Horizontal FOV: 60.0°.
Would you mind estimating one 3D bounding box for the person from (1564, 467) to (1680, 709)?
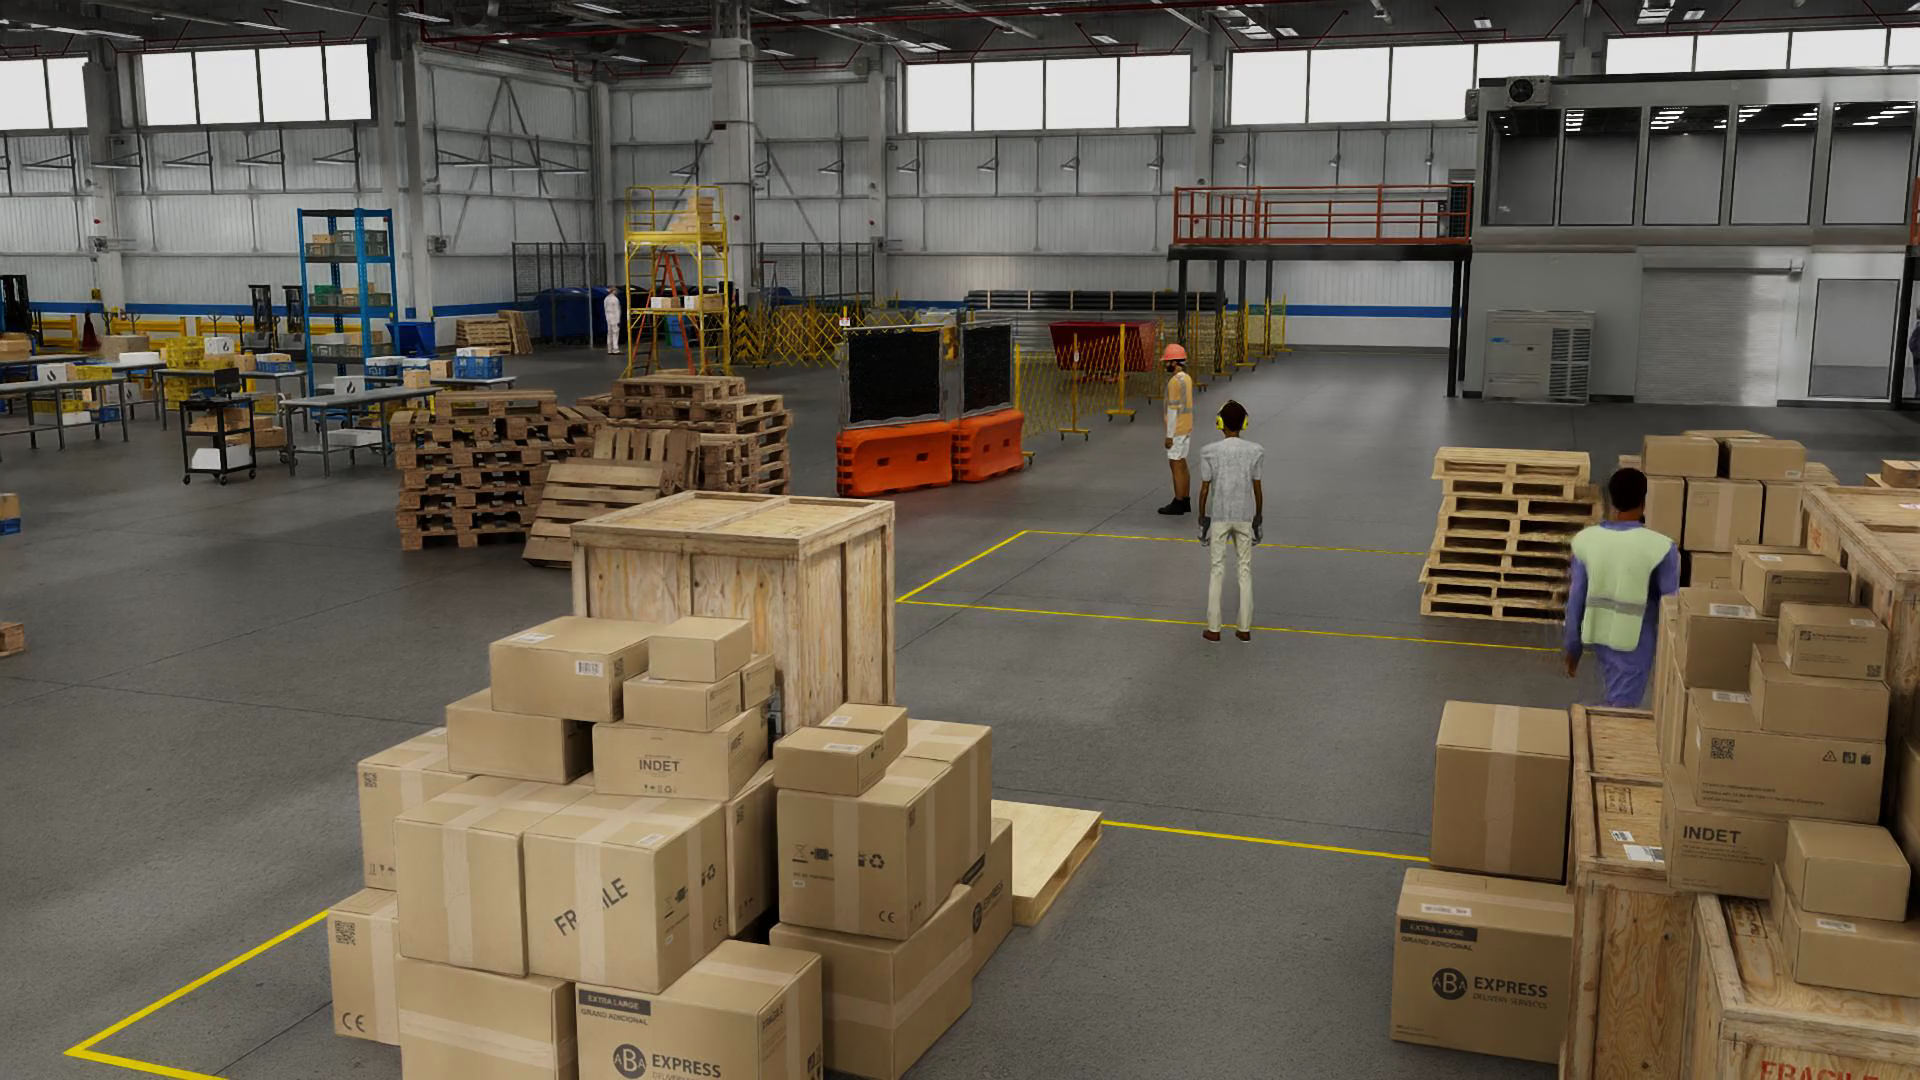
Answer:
[{"bbox_3d":[3.519,0.551,8.832,0.977,1.872,0.595,-6,12,-30],"label":"person"}]

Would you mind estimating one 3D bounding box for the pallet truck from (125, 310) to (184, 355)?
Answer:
[{"bbox_3d":[-22.038,-5.665,45.457,0.704,1.261,1.522,3,11,17],"label":"pallet truck"}]

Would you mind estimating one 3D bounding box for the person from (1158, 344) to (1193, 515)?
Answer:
[{"bbox_3d":[2.428,-1.244,18.783,0.393,1.929,0.539,4,11,22],"label":"person"}]

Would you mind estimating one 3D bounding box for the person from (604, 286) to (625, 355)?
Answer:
[{"bbox_3d":[-9.543,-6.052,45.901,0.410,1.908,0.643,-9,13,-41],"label":"person"}]

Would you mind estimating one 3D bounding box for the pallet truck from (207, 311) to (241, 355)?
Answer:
[{"bbox_3d":[-19.537,-5.575,44.913,0.653,1.274,1.630,3,11,19],"label":"pallet truck"}]

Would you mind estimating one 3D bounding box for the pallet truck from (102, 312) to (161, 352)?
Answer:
[{"bbox_3d":[-23.057,-5.777,46.261,0.680,1.201,1.601,3,11,19],"label":"pallet truck"}]

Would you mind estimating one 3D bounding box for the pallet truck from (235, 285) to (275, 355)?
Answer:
[{"bbox_3d":[-18.327,-5.835,44.421,0.823,1.965,1.885,4,11,23],"label":"pallet truck"}]

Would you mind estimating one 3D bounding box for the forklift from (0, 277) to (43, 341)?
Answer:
[{"bbox_3d":[-27.151,-6.329,46.328,1.157,1.987,2.680,3,11,17],"label":"forklift"}]

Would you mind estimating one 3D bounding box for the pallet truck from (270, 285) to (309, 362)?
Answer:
[{"bbox_3d":[-17.147,-5.700,43.663,0.823,1.965,1.885,3,11,17],"label":"pallet truck"}]

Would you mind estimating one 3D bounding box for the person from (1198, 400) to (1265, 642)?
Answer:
[{"bbox_3d":[2.075,-0.136,12.730,0.504,1.862,0.329,1,10,4],"label":"person"}]
